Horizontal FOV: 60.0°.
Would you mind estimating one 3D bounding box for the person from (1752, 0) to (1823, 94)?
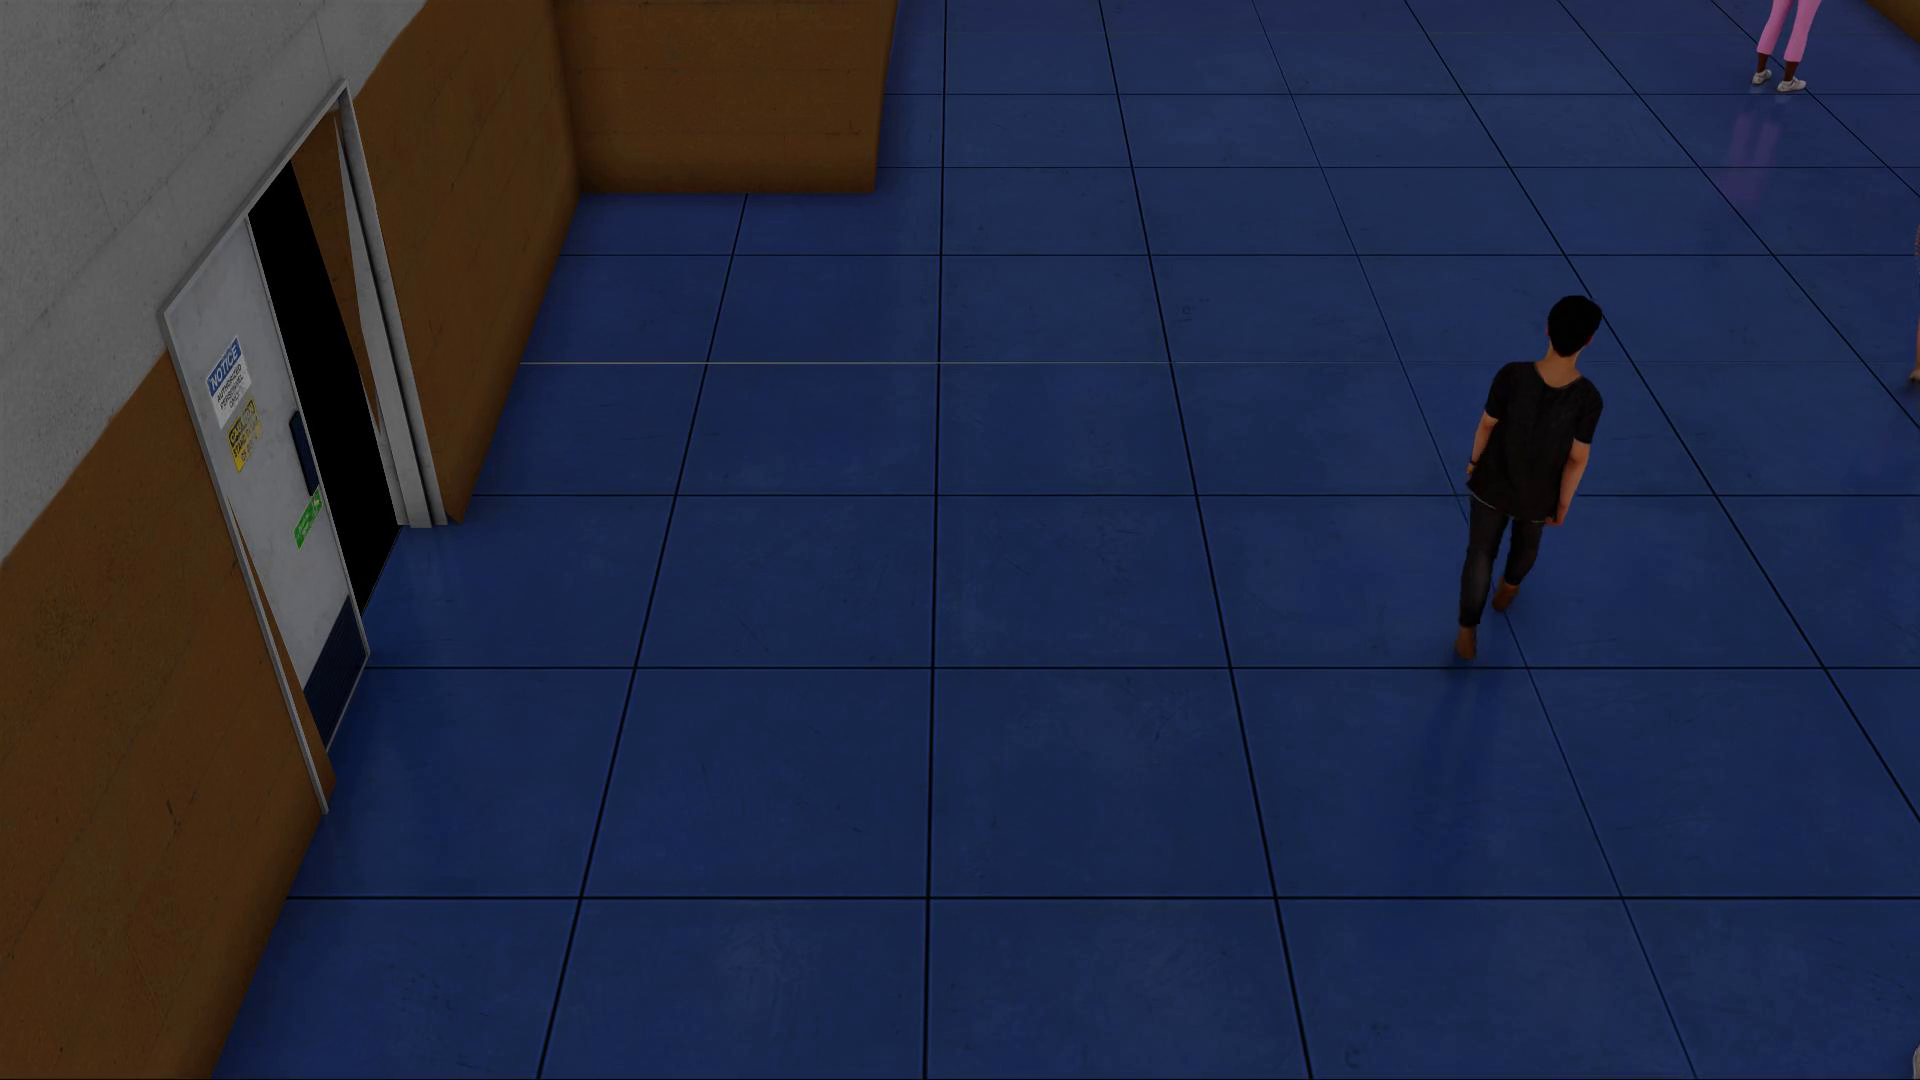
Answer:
[{"bbox_3d":[6.301,-4.235,12.403,0.689,1.740,0.657,-24,43,-29],"label":"person"}]

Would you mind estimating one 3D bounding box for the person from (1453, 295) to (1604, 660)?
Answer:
[{"bbox_3d":[2.375,-0.223,7.102,1.077,1.688,0.942,14,39,17],"label":"person"}]
